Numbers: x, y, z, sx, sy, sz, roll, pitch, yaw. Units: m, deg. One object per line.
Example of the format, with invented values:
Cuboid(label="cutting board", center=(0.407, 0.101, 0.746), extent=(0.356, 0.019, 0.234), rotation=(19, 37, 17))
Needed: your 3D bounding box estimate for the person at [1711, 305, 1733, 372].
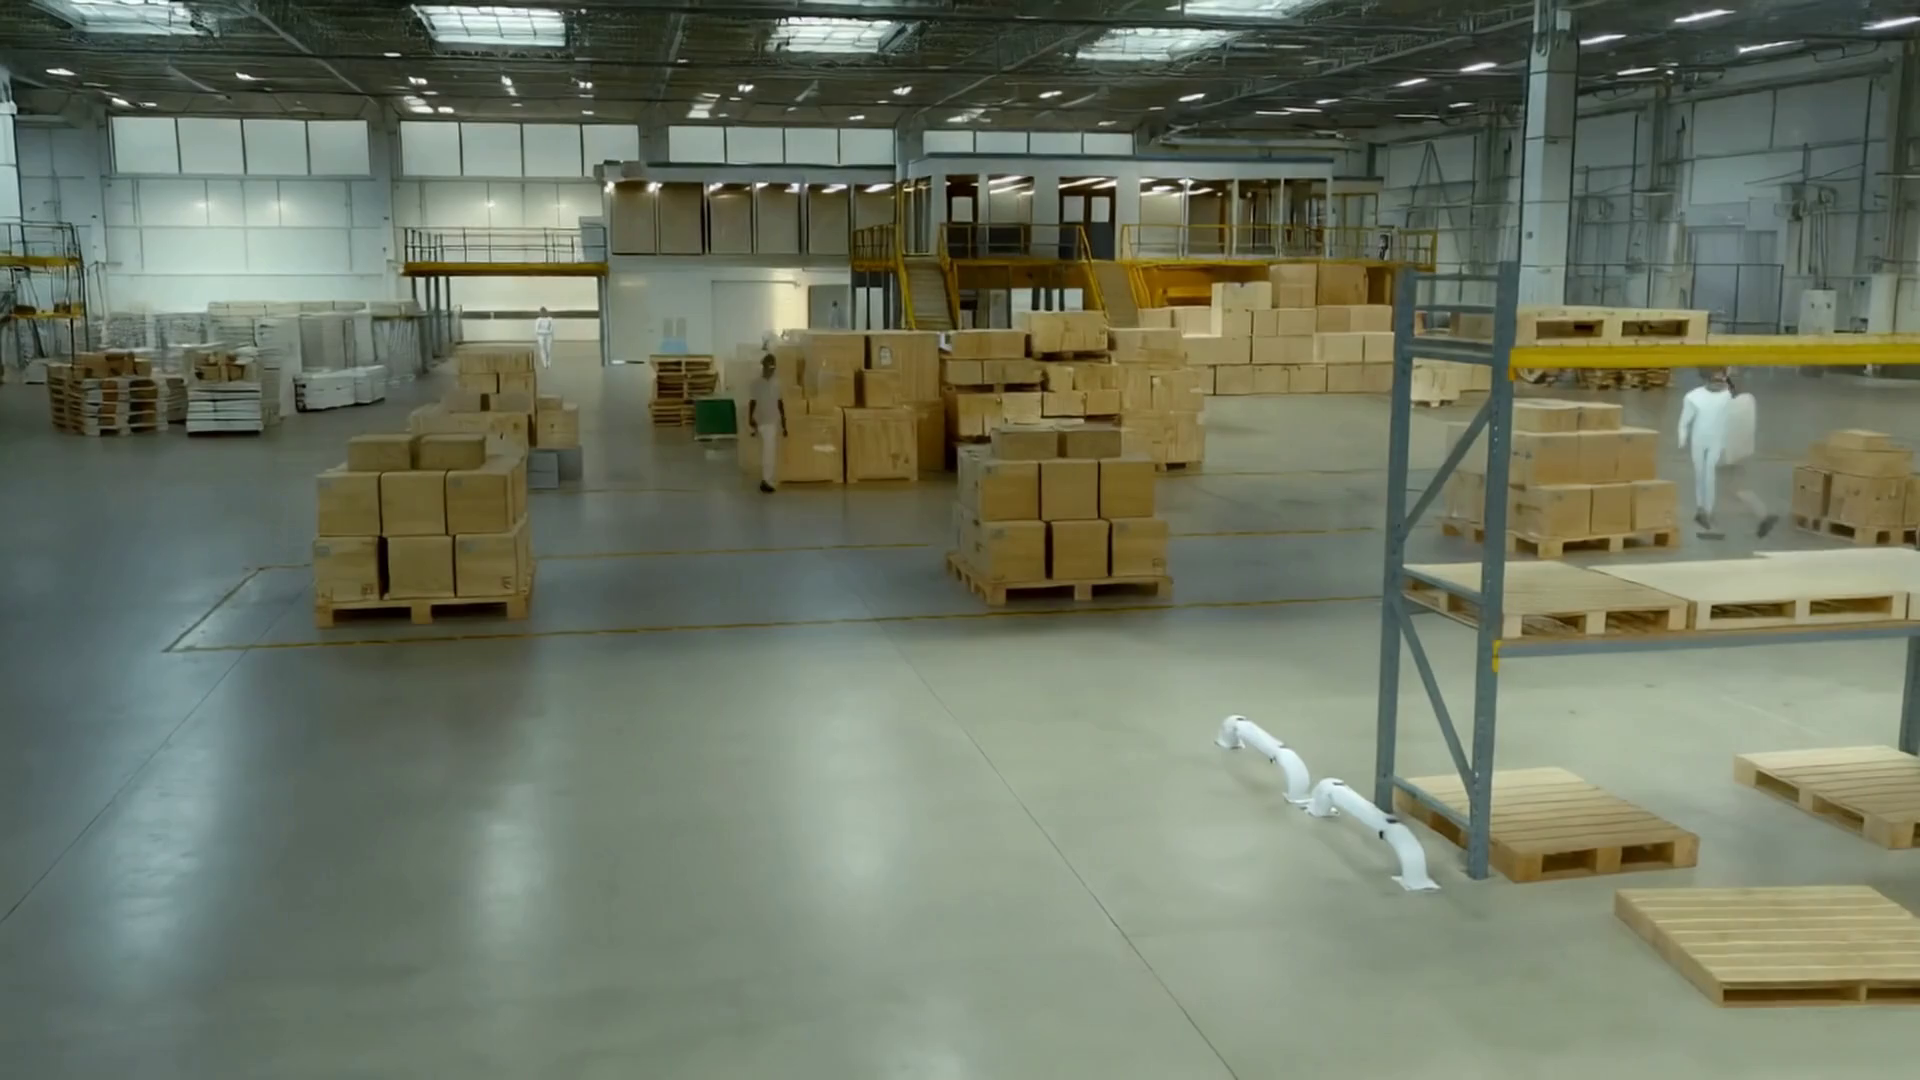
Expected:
Cuboid(label="person", center=(21.596, -5.700, 47.199), extent=(0.614, 1.947, 0.389), rotation=(8, 12, 39))

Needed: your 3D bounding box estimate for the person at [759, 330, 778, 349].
Cuboid(label="person", center=(-3.078, -2.440, 27.203), extent=(0.392, 1.988, 0.622), rotation=(0, 9, -2))

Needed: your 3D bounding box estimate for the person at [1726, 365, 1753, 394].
Cuboid(label="person", center=(12.241, -2.146, 26.289), extent=(0.484, 1.696, 0.916), rotation=(5, 10, 26))

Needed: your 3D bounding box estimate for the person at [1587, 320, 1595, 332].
Cuboid(label="person", center=(18.100, -5.677, 47.203), extent=(0.499, 1.915, 0.721), rotation=(-5, 11, -28))

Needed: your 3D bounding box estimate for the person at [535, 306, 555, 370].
Cuboid(label="person", center=(-12.139, -5.909, 48.676), extent=(0.575, 1.881, 0.356), rotation=(1, 9, 4))

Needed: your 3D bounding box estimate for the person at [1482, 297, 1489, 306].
Cuboid(label="person", center=(18.323, -7.509, 58.114), extent=(0.611, 1.985, 0.393), rotation=(0, 9, 2))

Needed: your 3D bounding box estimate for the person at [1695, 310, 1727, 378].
Cuboid(label="person", center=(20.422, -5.280, 44.866), extent=(0.981, 1.883, 0.601), rotation=(8, 13, 42))

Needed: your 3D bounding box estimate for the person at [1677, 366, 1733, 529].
Cuboid(label="person", center=(8.682, -1.080, 19.266), extent=(0.648, 1.877, 0.992), rotation=(6, 11, 31))

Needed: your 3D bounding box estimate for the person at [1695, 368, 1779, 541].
Cuboid(label="person", center=(8.526, -0.921, 18.162), extent=(0.723, 1.923, 0.635), rotation=(6, 11, 34))

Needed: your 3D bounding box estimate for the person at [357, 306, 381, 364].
Cuboid(label="person", center=(-14.903, -4.895, 42.039), extent=(0.612, 2.034, 0.394), rotation=(3, 10, 19))

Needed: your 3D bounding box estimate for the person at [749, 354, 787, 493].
Cuboid(label="person", center=(-2.514, -1.534, 22.074), extent=(0.552, 1.857, 0.494), rotation=(-9, 13, -44))
